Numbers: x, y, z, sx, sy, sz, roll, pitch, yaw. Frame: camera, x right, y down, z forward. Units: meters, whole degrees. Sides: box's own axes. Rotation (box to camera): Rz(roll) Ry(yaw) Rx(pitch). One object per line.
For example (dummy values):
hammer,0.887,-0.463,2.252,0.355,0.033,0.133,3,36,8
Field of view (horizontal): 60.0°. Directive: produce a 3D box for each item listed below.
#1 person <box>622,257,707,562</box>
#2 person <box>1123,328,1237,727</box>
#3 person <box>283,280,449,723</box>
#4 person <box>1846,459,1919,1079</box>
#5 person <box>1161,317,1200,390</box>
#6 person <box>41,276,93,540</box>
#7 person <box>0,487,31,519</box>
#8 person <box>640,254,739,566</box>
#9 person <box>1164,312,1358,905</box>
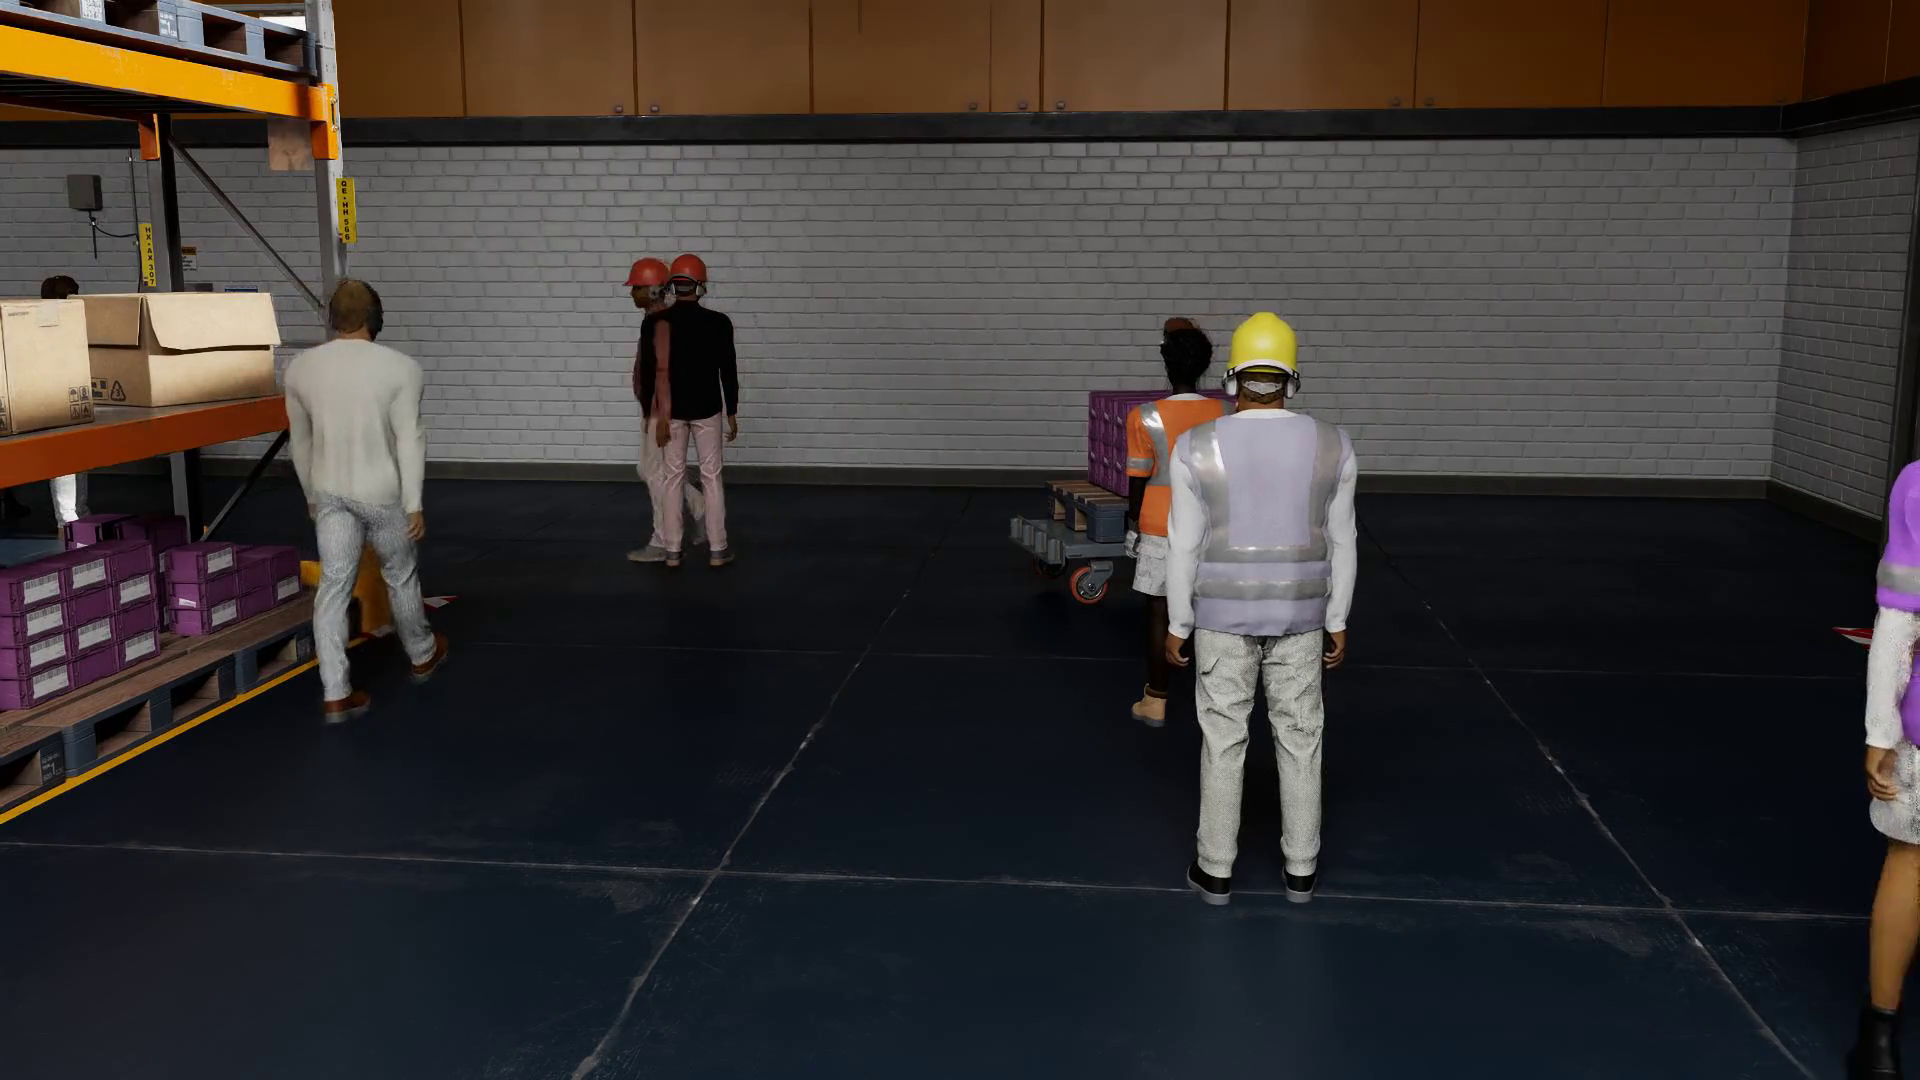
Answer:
person,-1.879,-0.835,10.795,0.572,1.978,0.612,-3,10,-17
person,0.944,-0.047,7.067,0.535,1.697,0.318,-2,10,-13
person,-2.635,-0.202,7.402,0.656,1.883,1.005,1,10,5
person,2.385,0.417,3.829,0.556,1.904,0.502,5,11,25
person,1.513,-0.662,10.879,0.810,1.598,0.498,-1,10,-6
person,-6.236,-0.923,11.670,0.429,1.843,0.631,-2,10,-10
person,-7.351,-1.116,12.499,0.552,1.933,0.363,-1,10,-3
person,-1.727,-0.827,10.676,0.621,1.992,0.397,0,10,-1
person,0.916,0.221,5.134,0.588,1.835,0.403,0,10,0
